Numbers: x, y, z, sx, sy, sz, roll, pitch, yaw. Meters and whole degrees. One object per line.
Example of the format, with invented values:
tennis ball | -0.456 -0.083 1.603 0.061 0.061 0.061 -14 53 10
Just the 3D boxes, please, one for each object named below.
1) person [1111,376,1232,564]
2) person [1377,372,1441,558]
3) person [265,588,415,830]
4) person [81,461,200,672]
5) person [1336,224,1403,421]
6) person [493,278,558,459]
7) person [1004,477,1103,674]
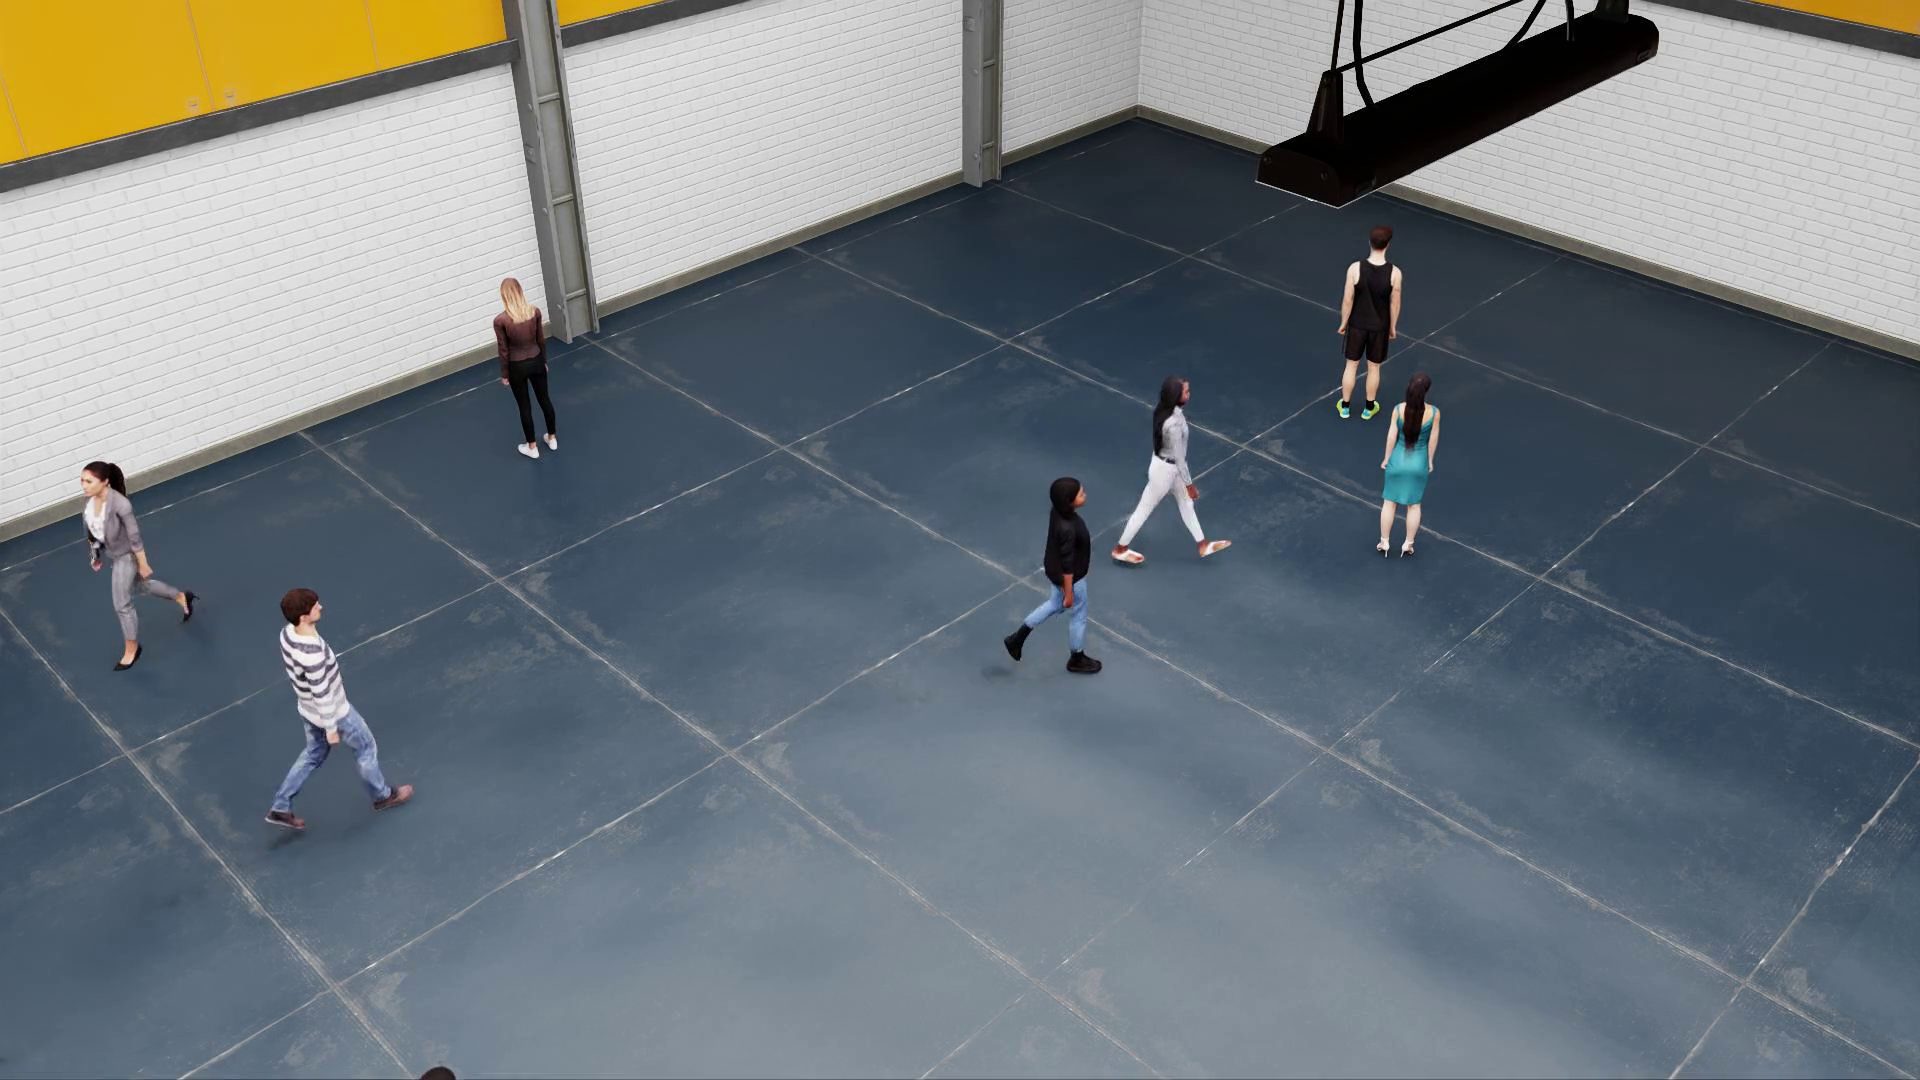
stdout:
person | 1.539 -0.504 13.218 1.177 1.664 1.182 4 34 5
person | 3.591 -0.599 13.343 0.626 1.685 0.642 8 34 11
person | -4.159 1.126 10.626 1.147 1.819 0.678 -27 42 -34
person | -6.120 0.107 12.314 0.724 1.648 1.090 22 39 29
person | 3.743 -1.982 15.235 0.765 1.893 0.771 8 34 12
person | -3.842 -1.526 14.721 0.473 1.703 0.679 -25 41 -32
person | 0.683 0.282 12.023 1.042 1.680 0.865 -8 34 -12
